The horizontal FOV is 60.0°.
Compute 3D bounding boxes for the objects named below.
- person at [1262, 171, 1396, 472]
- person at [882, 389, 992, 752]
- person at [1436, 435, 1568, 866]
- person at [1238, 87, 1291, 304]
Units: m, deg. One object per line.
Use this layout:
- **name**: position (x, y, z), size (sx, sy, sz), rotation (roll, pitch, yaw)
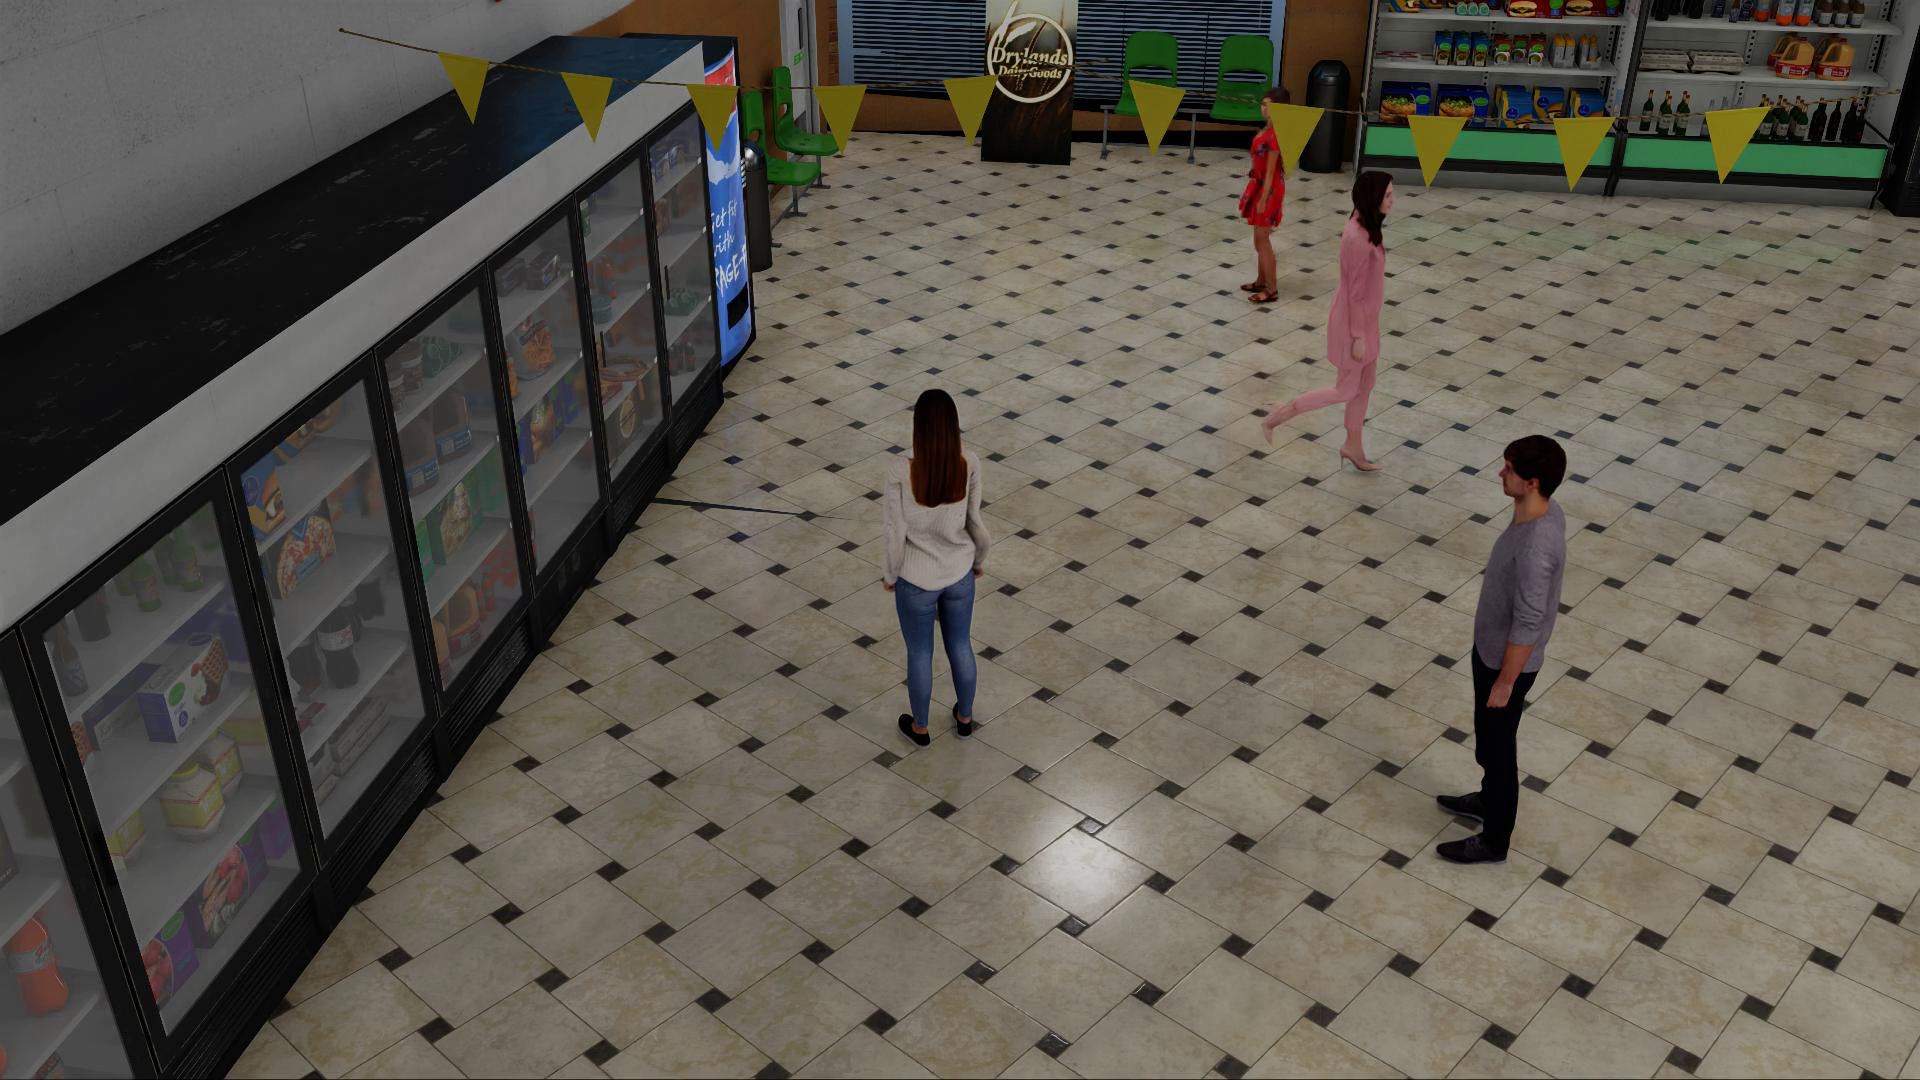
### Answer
- **person**: position (2.168, -1.217, 9.538), size (1.002, 1.782, 0.720), rotation (9, 30, 16)
- **person**: position (-0.105, 0.138, 7.150), size (0.646, 1.692, 0.765), rotation (-9, 30, -16)
- **person**: position (2.133, 0.434, 6.452), size (0.541, 1.842, 0.678), rotation (7, 29, 13)
- **person**: position (2.239, -2.537, 12.166), size (0.552, 1.581, 0.590), rotation (13, 31, 22)
